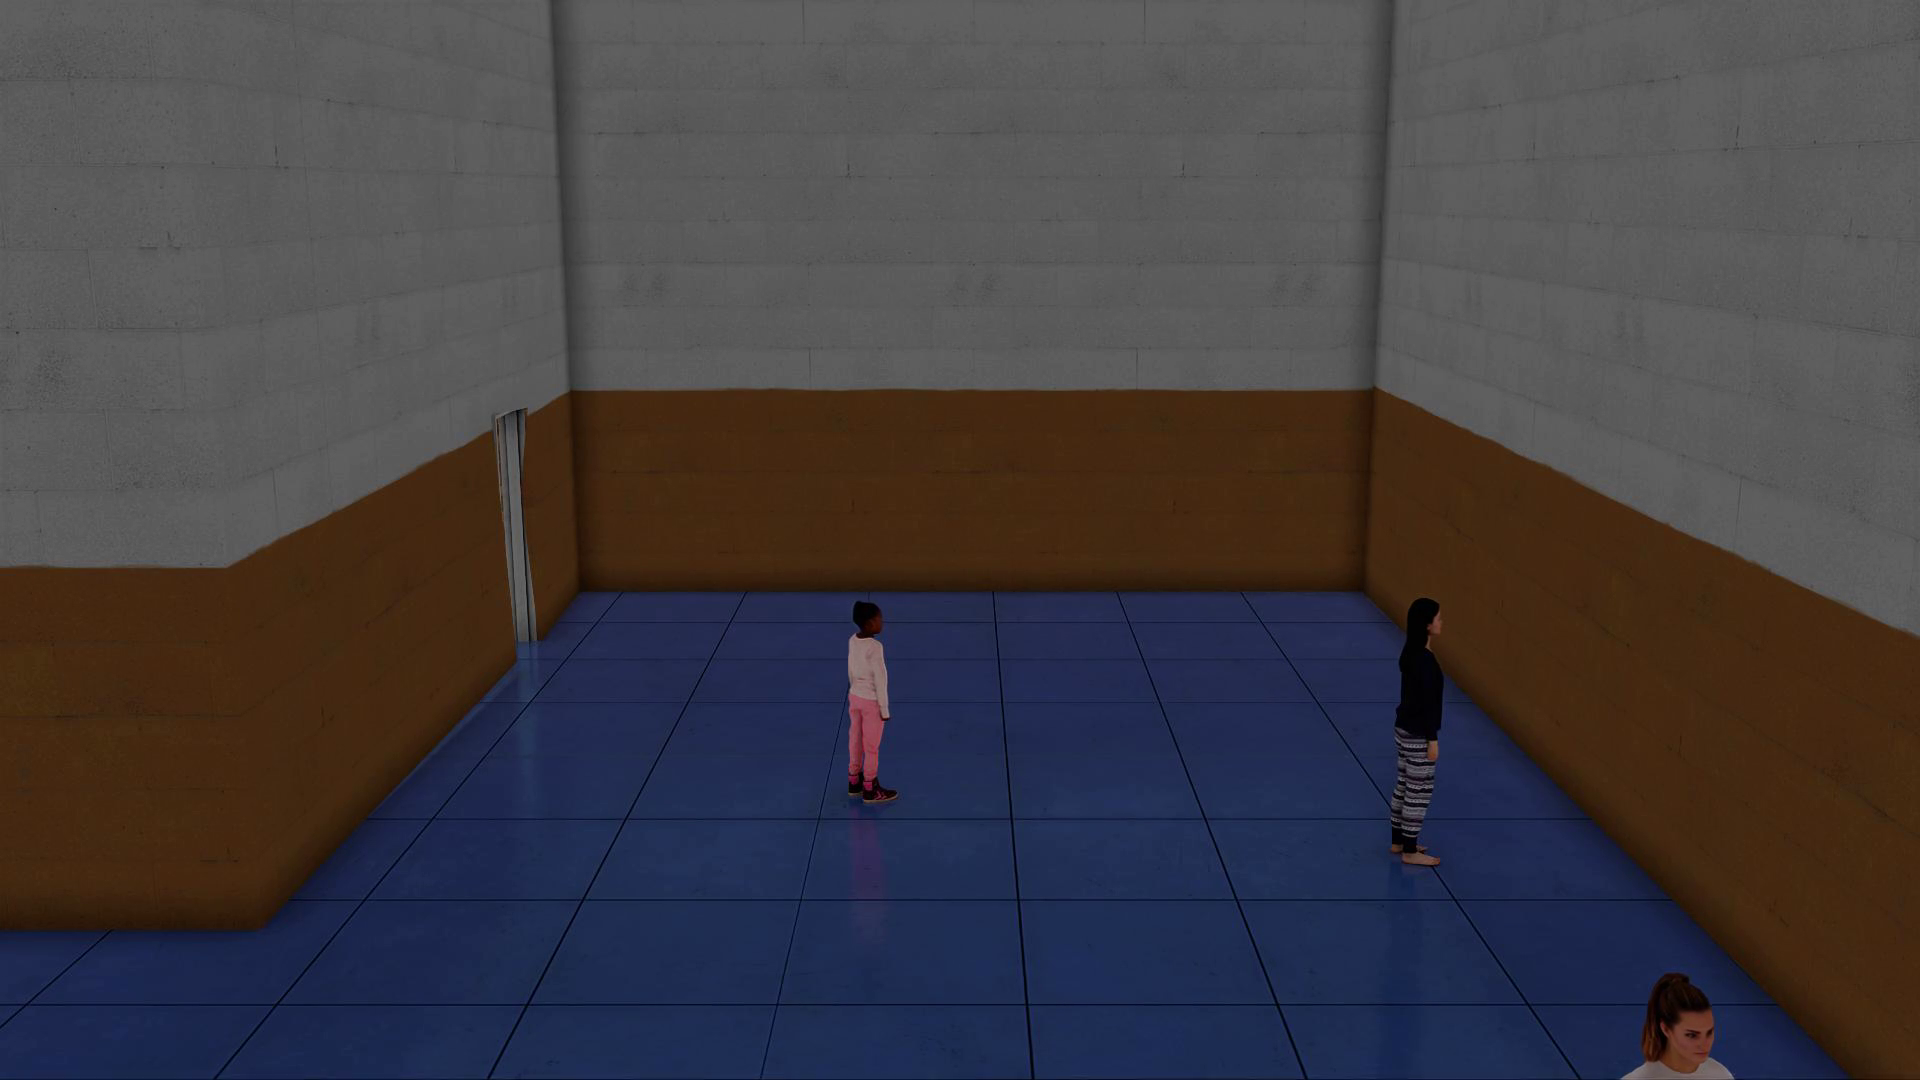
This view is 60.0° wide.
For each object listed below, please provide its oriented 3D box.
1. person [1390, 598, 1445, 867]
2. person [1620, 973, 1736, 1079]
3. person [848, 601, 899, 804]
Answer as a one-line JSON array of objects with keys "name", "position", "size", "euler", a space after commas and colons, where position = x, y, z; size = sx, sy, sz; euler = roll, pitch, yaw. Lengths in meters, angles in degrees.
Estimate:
[{"name": "person", "position": [2.921, 1.210, 10.635], "size": [0.531, 1.735, 0.615], "euler": [-1, 12, -4]}, {"name": "person", "position": [2.365, 2.283, 5.574], "size": [0.567, 1.720, 0.732], "euler": [-4, 12, -17]}, {"name": "person", "position": [-0.657, 1.121, 11.761], "size": [0.659, 1.444, 0.625], "euler": [-9, 15, -36]}]
